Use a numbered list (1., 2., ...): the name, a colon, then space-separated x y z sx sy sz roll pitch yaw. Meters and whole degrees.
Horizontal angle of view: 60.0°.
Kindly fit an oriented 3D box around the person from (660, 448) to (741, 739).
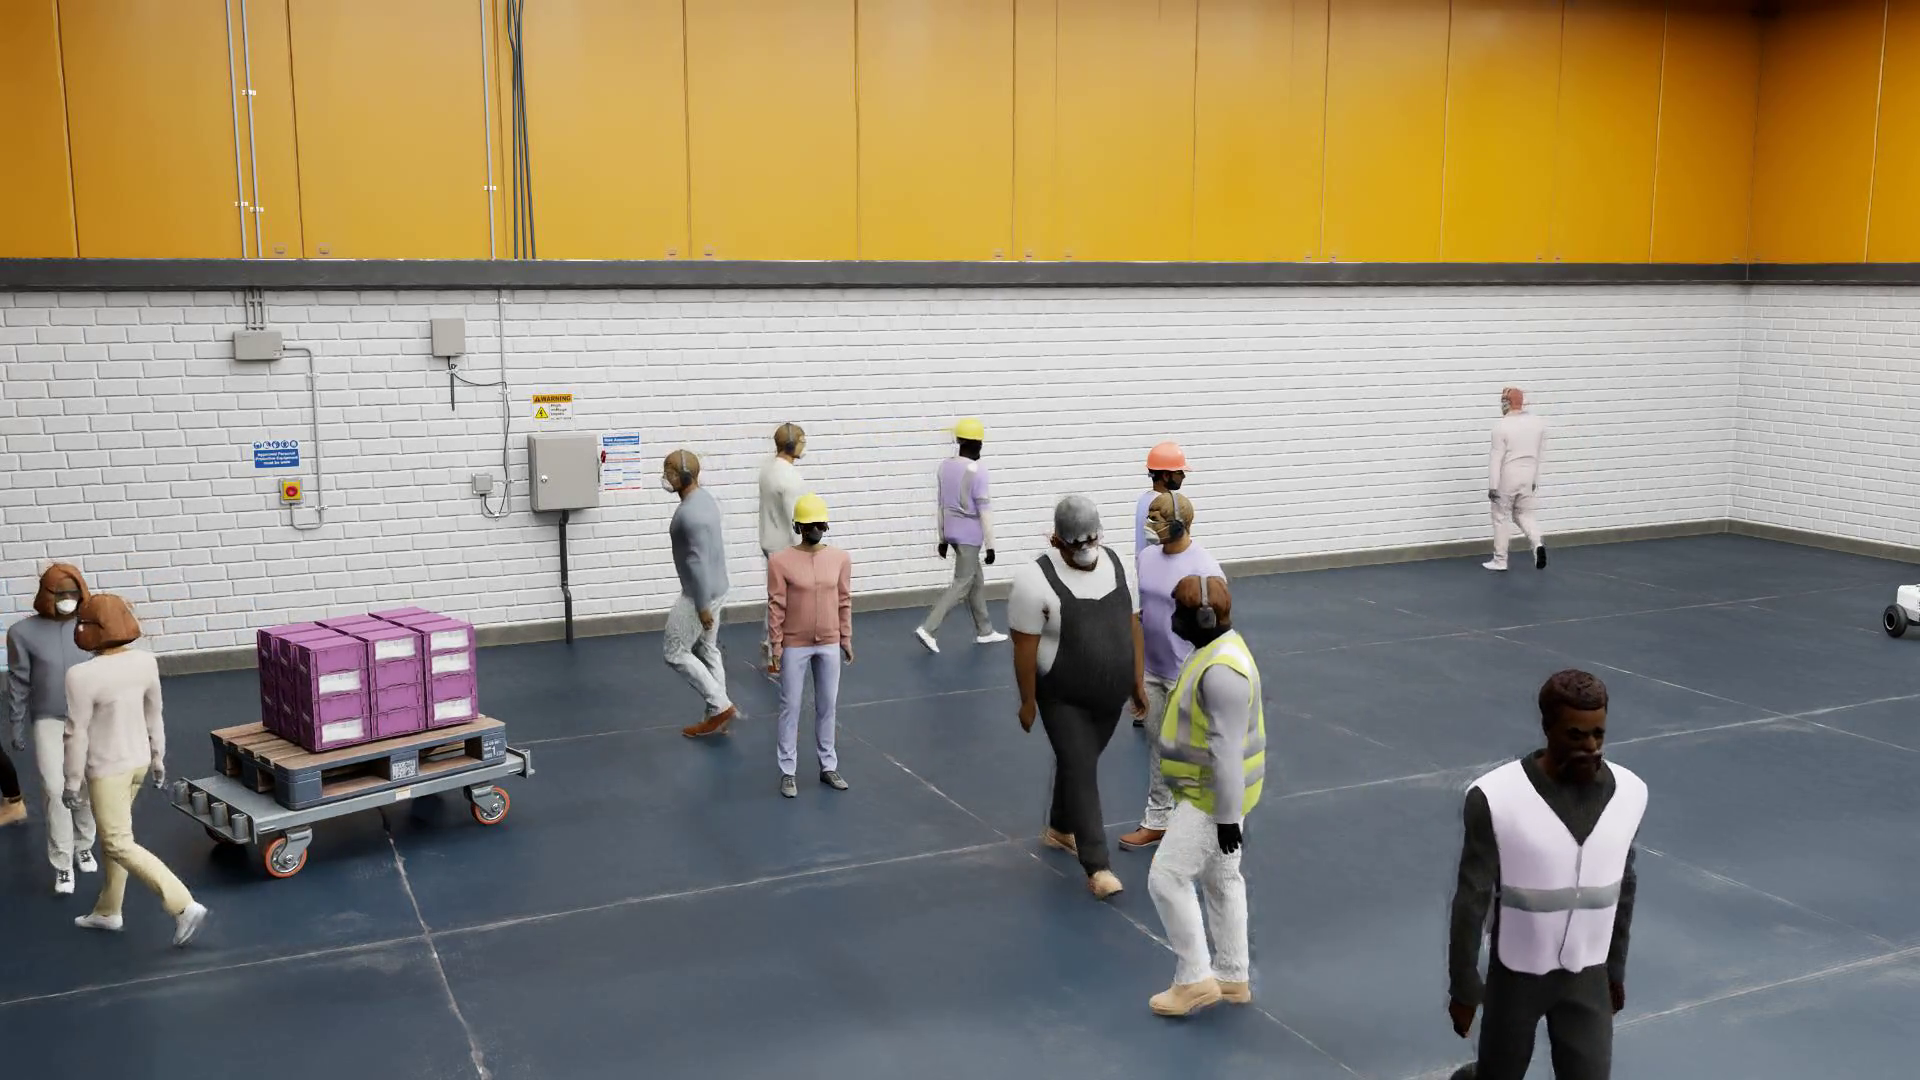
1. person: -1.695 0.367 10.672 0.452 1.924 0.622 0 9 1

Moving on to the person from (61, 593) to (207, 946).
1. person: -3.745 1.035 7.486 0.762 1.609 0.501 2 9 12

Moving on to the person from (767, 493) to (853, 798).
1. person: -0.862 0.605 9.670 0.522 1.769 0.310 -4 10 -26

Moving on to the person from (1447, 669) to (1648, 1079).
1. person: 1.756 1.283 5.134 0.626 1.887 0.861 -2 9 -12

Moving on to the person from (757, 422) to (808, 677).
1. person: -1.290 0.079 12.442 0.451 1.921 0.652 -4 10 -23

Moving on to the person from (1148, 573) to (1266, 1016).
1. person: 0.960 1.037 6.801 0.567 1.822 0.663 1 9 6

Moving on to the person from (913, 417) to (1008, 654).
1. person: 0.006 -0.043 13.313 0.928 1.893 0.599 -6 11 -34

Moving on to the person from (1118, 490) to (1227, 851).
1. person: 1.100 0.703 8.532 0.378 1.937 0.629 -5 11 -30

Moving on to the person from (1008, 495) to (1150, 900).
1. person: 0.603 0.697 8.242 0.673 2.000 0.982 -6 11 -32

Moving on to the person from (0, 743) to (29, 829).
1. person: -5.493 0.779 8.897 0.829 1.654 0.537 -6 11 -33

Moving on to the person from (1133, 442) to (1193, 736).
1. person: 1.329 0.322 10.892 0.356 1.937 0.552 -2 9 -10

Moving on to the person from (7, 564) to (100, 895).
1. person: -4.367 0.918 8.188 0.519 1.601 0.722 -6 11 -34

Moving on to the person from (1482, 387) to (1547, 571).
1. person: 5.599 -0.596 16.740 0.668 1.883 0.608 -4 10 -21

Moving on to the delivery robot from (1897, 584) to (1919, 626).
1. delivery robot: 7.981 0.534 13.564 0.477 0.478 0.707 0 9 0
